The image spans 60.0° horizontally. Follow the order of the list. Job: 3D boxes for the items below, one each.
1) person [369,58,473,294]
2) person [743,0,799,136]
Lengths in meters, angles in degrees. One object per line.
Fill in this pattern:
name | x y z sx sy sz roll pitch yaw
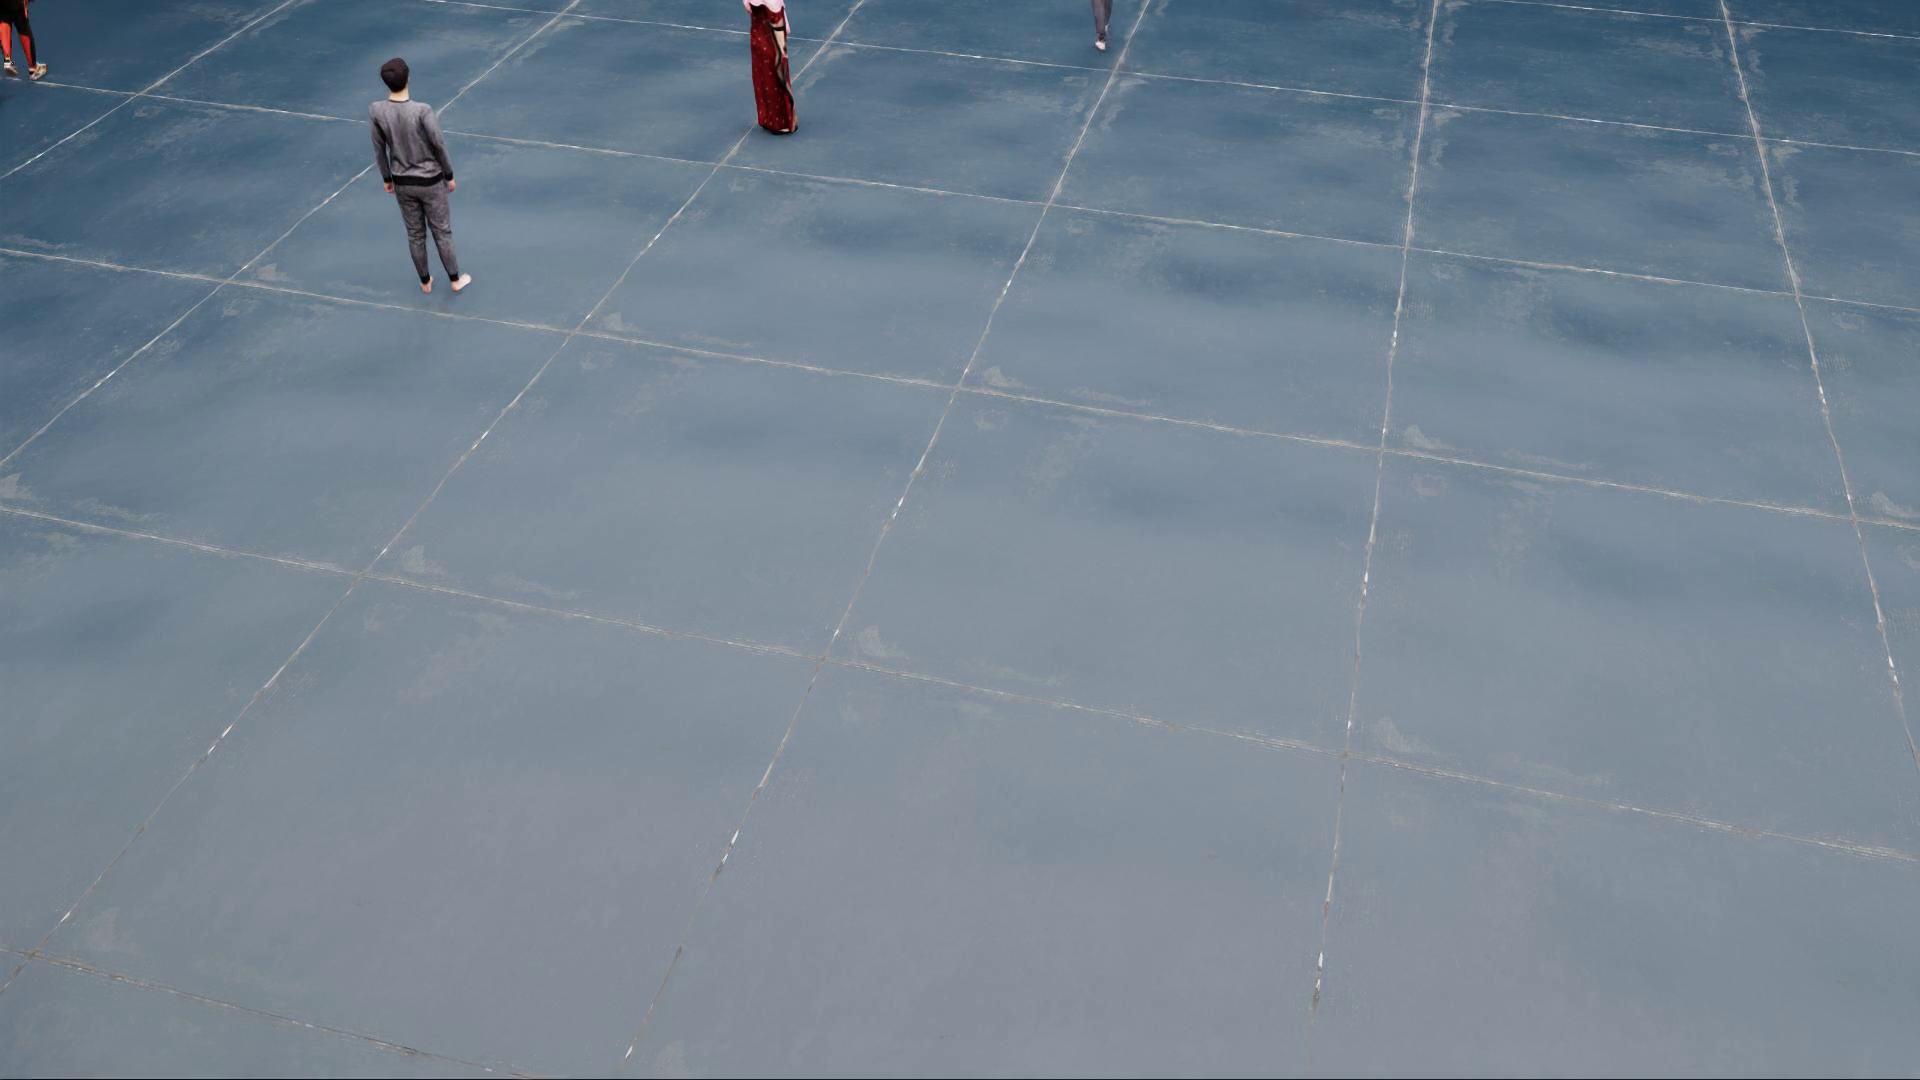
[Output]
person | -4.094 -2.728 12.546 0.741 1.844 0.639 -1 38 -1
person | -1.713 -4.452 14.919 0.813 1.637 0.764 -22 43 -26
